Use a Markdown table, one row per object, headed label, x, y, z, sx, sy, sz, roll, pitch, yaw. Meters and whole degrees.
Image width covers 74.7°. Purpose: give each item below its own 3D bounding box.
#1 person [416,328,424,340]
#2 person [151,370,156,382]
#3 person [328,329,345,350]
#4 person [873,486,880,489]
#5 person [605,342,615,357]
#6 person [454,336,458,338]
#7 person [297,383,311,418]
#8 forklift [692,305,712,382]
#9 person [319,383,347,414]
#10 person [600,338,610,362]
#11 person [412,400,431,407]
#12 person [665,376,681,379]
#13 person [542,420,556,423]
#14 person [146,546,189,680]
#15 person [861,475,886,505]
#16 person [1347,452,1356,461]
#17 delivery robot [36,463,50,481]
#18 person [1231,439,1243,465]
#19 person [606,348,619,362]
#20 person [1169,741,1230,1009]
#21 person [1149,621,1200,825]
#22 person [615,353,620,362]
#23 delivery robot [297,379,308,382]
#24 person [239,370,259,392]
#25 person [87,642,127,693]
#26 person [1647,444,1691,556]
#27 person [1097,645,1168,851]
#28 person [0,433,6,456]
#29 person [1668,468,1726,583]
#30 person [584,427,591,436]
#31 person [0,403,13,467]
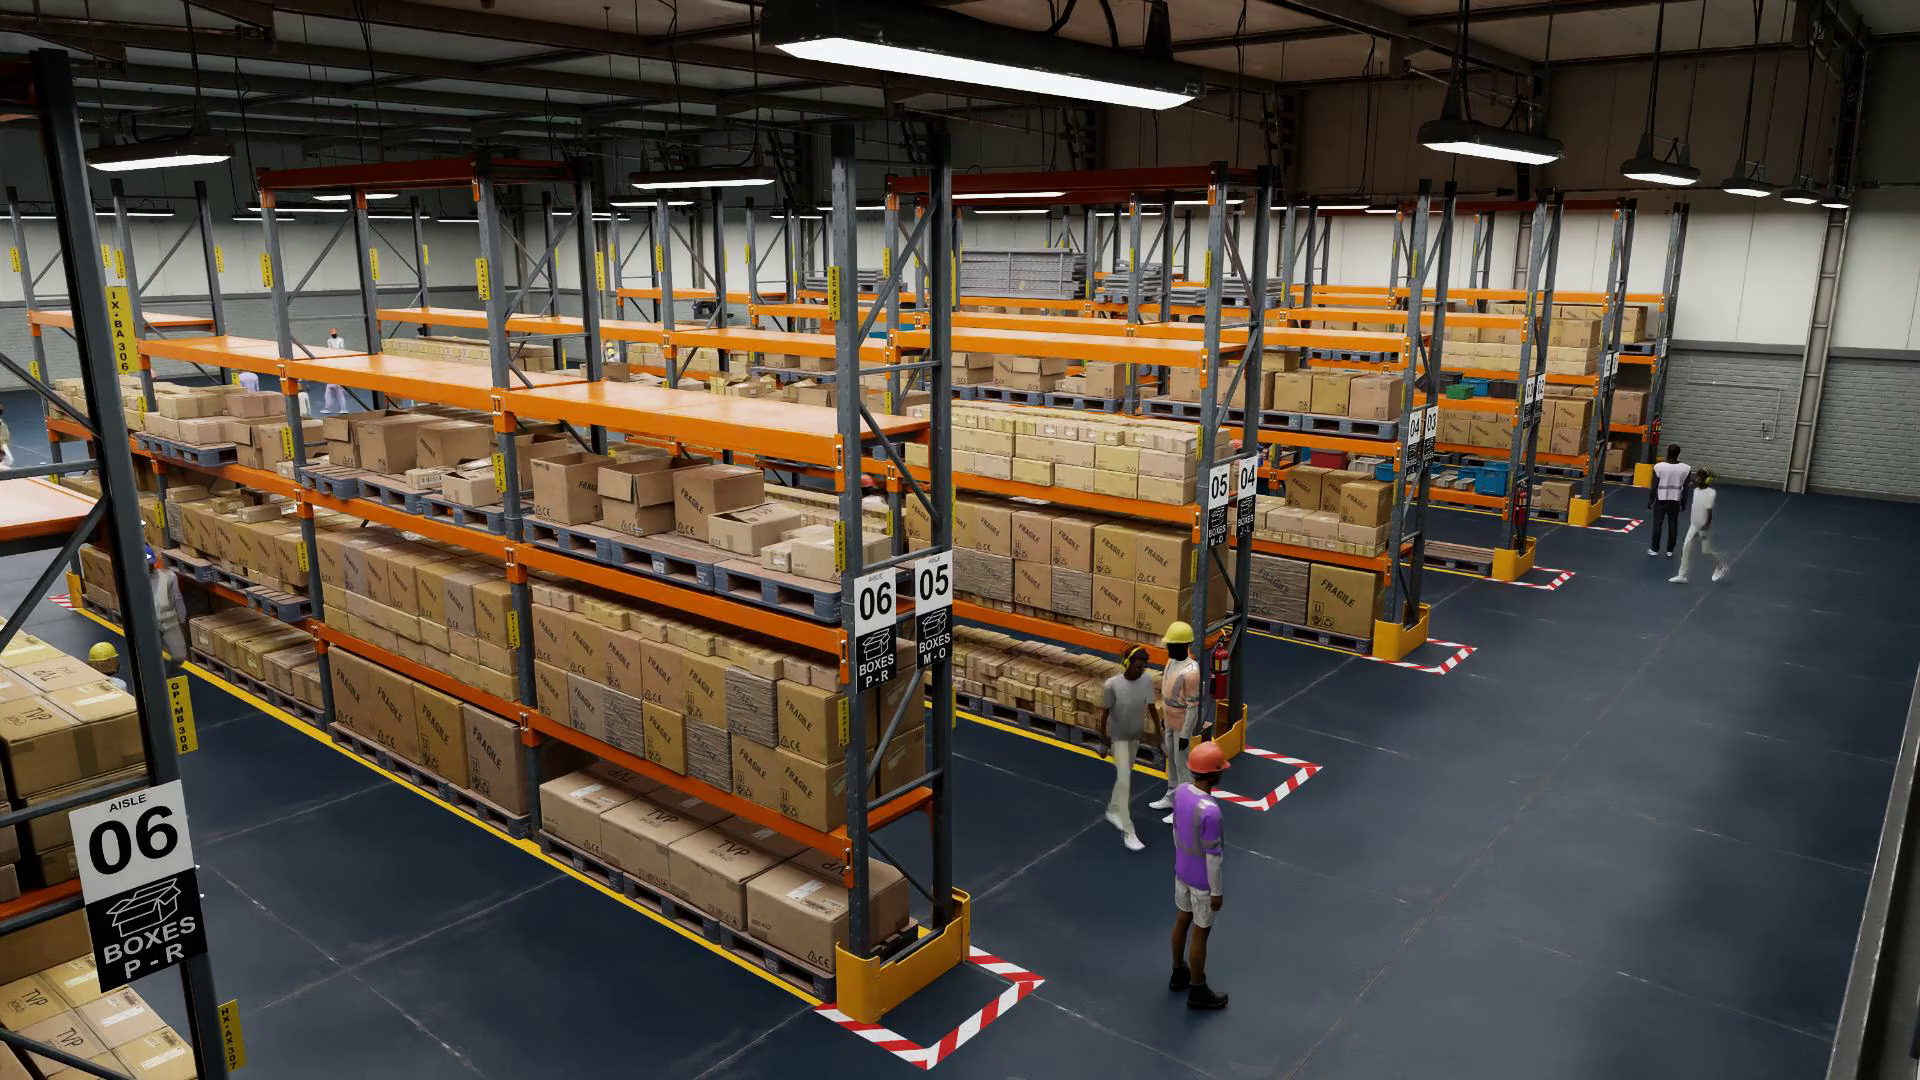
| label | x | y | z | sx | sy | sz | roll | pitch | yaw |
| --- | --- | --- | --- | --- | --- | --- | --- | --- | --- |
| person | -21.896 | -7.814 | 51.322 | 0.530 | 1.633 | 0.882 | -3 | 14 | -13 |
| person | -20.485 | -3.316 | 32.077 | 0.610 | 2.019 | 0.763 | -9 | 16 | -31 |
| person | -23.463 | -6.972 | 47.359 | 0.564 | 1.886 | 1.011 | -4 | 14 | -15 |
| person | -1.931 | -1.915 | 27.150 | 0.541 | 1.595 | 0.822 | -11 | 18 | -39 |
| person | -12.051 | -5.910 | 43.303 | 0.699 | 1.740 | 0.559 | -2 | 14 | -10 |
| person | -18.457 | -6.602 | 46.164 | 0.538 | 1.764 | 0.616 | 2 | 14 | 10 |
| person | -17.253 | -3.289 | 32.812 | 0.816 | 1.593 | 0.520 | 6 | 15 | 24 |
| forklift | -9.511 | -7.392 | 47.124 | 1.873 | 2.768 | 1.129 | 11 | 17 | 38 |
| person | -19.162 | -4.763 | 38.326 | 0.900 | 1.867 | 0.664 | 1 | 14 | 6 |
| person | -14.360 | -7.670 | 50.763 | 0.522 | 1.638 | 0.310 | -5 | 14 | -18 |
| person | -13.683 | -3.199 | 32.153 | 0.546 | 1.742 | 0.683 | -6 | 15 | -23 |
| person | -8.907 | -4.866 | 38.691 | 0.573 | 1.890 | 0.981 | -7 | 15 | -27 |
| person | -10.459 | -3.255 | 32.035 | 0.646 | 1.910 | 0.644 | 7 | 15 | 26 |
| person | -9.267 | 0.991 | 14.517 | 0.450 | 1.933 | 0.643 | 12 | 18 | 41 |
| person | -1.333 | -0.044 | 18.915 | 1.052 | 1.873 | 0.551 | 12 | 18 | 41 |
| person | 7.639 | -1.614 | 25.222 | 1.005 | 1.952 | 0.623 | 11 | 18 | 39 |
| delivery robot | -19.818 | -1.434 | 27.264 | 0.477 | 0.478 | 0.707 | 11 | 17 | 37 |
| person | 4.741 | -0.751 | 21.581 | 0.403 | 1.983 | 0.617 | 12 | 18 | 40 |
| person | -11.137 | -5.238 | 40.432 | 0.675 | 1.834 | 0.603 | 3 | 14 | 11 |
| person | 1.708 | 2.349 | 8.922 | 0.357 | 1.942 | 0.543 | -4 | 14 | -18 |
| person | 2.020 | 1.679 | 11.703 | 0.360 | 1.930 | 0.587 | -3 | 14 | -12 |
| person | -11.032 | -5.510 | 41.399 | 0.689 | 1.878 | 0.664 | -13 | 18 | -42 |
| delivery robot | -23.179 | -5.711 | 44.316 | 0.335 | 0.223 | 0.698 | -4 | 14 | -16 |
| person | -19.596 | -3.909 | 34.671 | 0.372 | 1.940 | 0.629 | 7 | 15 | 26 |
| person | -7.831 | 1.788 | 11.666 | 0.483 | 1.737 | 0.320 | 3 | 14 | 12 |
| person | 12.042 | -0.668 | 21.426 | 0.613 | 1.928 | 0.397 | 3 | 14 | 13 |
| person | 1.566 | 1.832 | 11.295 | 0.503 | 1.825 | 0.886 | -7 | 15 | -27 |
| person | -20.510 | -1.900 | 26.513 | 0.404 | 1.880 | 0.689 | 4 | 14 | 16 |
| person | 11.676 | -0.221 | 19.734 | 0.879 | 1.836 | 0.529 | -2 | 14 | -10 |
| person | -9.471 | -3.339 | 32.324 | 0.372 | 1.940 | 0.631 | 5 | 15 | 19 |
| person | -20.964 | -2.097 | 27.464 | 0.436 | 1.816 | 0.655 | -11 | 17 | -38 |
